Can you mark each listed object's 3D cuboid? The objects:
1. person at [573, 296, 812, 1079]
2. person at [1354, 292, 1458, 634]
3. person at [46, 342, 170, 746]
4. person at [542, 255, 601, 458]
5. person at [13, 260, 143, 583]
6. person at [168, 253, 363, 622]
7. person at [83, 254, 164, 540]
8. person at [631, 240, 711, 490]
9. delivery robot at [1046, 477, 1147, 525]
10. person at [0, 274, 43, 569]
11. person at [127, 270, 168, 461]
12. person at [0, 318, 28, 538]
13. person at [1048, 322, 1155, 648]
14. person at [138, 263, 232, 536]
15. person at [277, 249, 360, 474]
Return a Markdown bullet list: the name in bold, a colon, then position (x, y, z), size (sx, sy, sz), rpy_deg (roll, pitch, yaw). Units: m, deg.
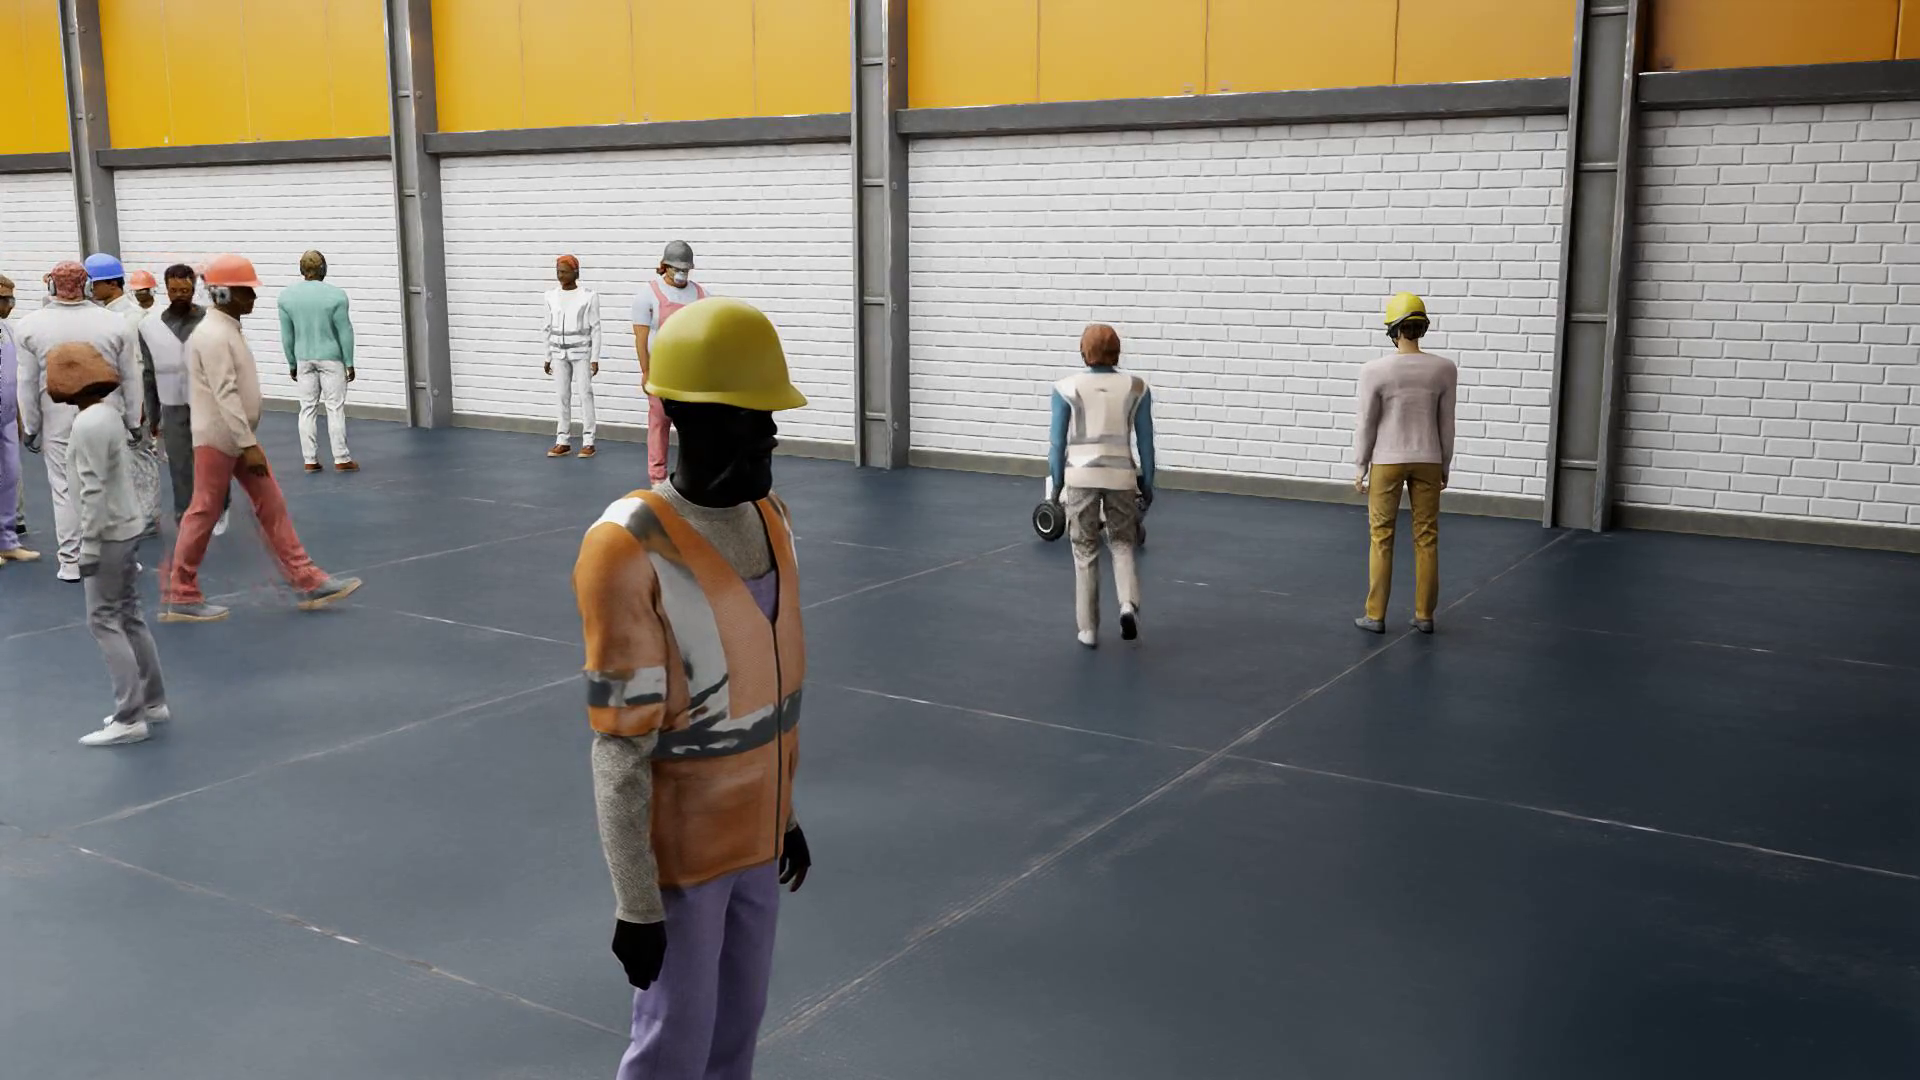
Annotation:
- **person**: position (-0.433, 0.529, 3.014), size (0.383, 1.924, 0.594), rpy_deg (4, 11, 21)
- **person**: position (2.276, -0.386, 8.563), size (0.524, 1.761, 0.339), rpy_deg (-1, 10, -3)
- **person**: position (-3.473, 0.006, 6.779), size (0.322, 1.617, 0.510), rpy_deg (-3, 11, -18)
- **person**: position (-3.625, -1.704, 15.509), size (0.579, 1.883, 0.352), rpy_deg (2, 11, 13)
- **person**: position (-5.217, -0.702, 9.891), size (0.654, 1.906, 0.406), rpy_deg (-6, 12, -30)
- **person**: position (-3.770, -0.528, 8.807), size (1.020, 1.940, 0.612), rpy_deg (-1, 10, -8)
- **person**: position (-5.674, -0.960, 11.262), size (0.618, 1.933, 0.420), rpy_deg (9, 13, 39)
- **person**: position (-2.211, -1.362, 13.180), size (0.678, 2.000, 0.537), rpy_deg (-7, 12, -35)
- **delivery robot**: position (0.914, -0.298, 11.142), size (0.477, 0.478, 0.707), rpy_deg (-10, 14, -43)
- **person**: position (-5.977, -0.732, 10.288), size (0.370, 1.831, 0.539), rpy_deg (1, 10, 5)
- **person**: position (-7.429, -1.593, 15.258), size (0.572, 1.748, 0.335), rpy_deg (2, 10, 12)
- **person**: position (-6.572, -0.907, 11.261), size (0.403, 1.823, 0.588), rpy_deg (-7, 13, -36)
- **person**: position (0.704, -0.263, 8.259), size (0.524, 1.620, 0.415), rpy_deg (-1, 10, -5)
- **person**: position (-5.061, -0.886, 10.993), size (0.595, 1.882, 0.885), rpy_deg (-3, 11, -15)
- **person**: position (-5.545, -1.533, 14.411), size (0.631, 1.940, 0.372), rpy_deg (0, 10, 2)
